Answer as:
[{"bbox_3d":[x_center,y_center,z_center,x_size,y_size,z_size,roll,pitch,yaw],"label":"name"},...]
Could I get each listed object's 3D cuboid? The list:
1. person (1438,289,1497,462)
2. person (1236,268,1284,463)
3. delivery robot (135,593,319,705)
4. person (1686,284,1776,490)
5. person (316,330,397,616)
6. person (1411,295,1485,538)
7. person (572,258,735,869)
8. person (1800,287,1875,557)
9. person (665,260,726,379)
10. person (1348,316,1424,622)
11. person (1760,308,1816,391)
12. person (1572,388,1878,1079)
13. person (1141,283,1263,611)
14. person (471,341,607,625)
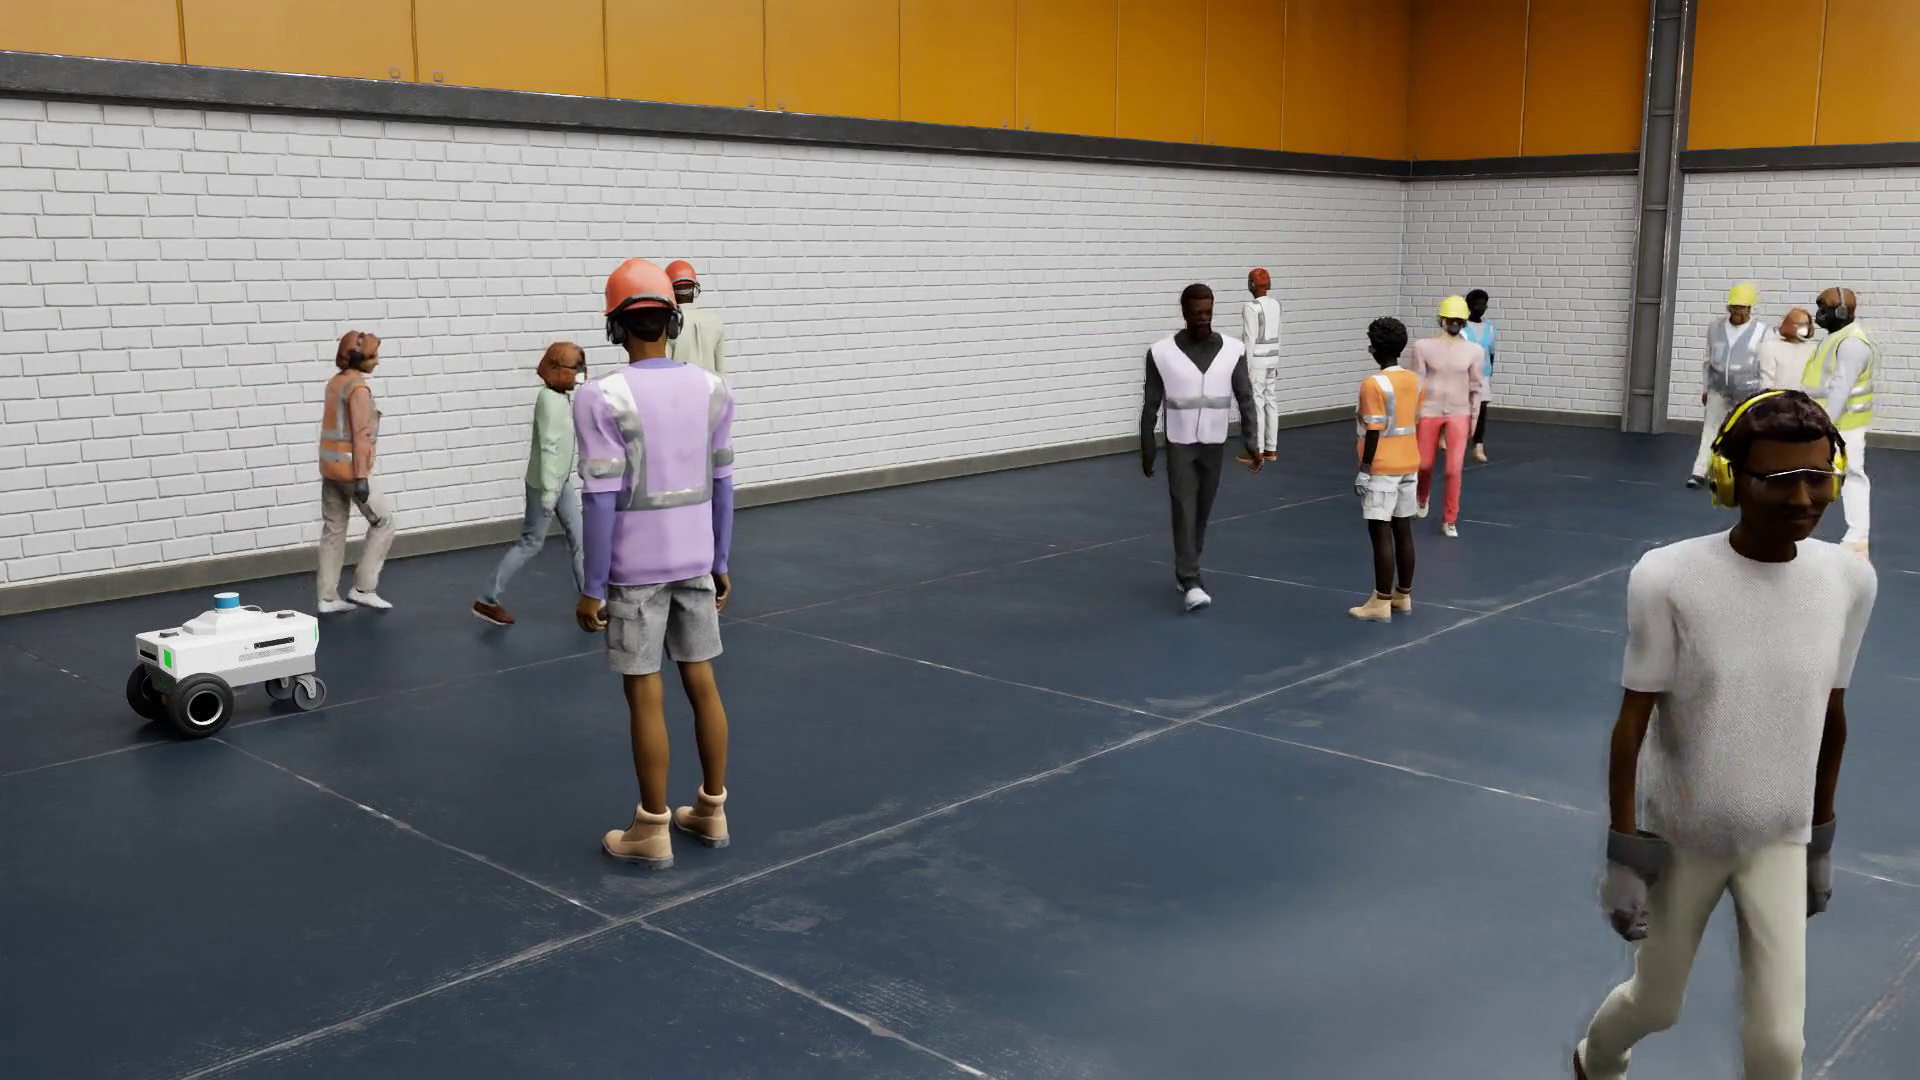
[{"bbox_3d":[4.993,-1.624,16.341,0.541,1.678,0.631,-1,10,-8],"label":"person"},{"bbox_3d":[2.910,-1.691,16.153,0.349,1.882,0.577,10,14,44],"label":"person"},{"bbox_3d":[-3.215,0.476,7.334,0.477,0.478,0.707,9,14,42],"label":"delivery robot"},{"bbox_3d":[6.667,-1.311,14.324,0.612,1.770,0.938,9,14,43],"label":"person"},{"bbox_3d":[-3.420,-0.368,9.362,0.503,1.609,0.610,-8,13,-39],"label":"person"},{"bbox_3d":[3.547,-0.926,12.187,0.527,1.743,0.697,2,10,12],"label":"person"},{"bbox_3d":[-1.040,0.082,5.617,0.396,2.038,0.611,10,14,44],"label":"person"},{"bbox_3d":[5.752,-0.782,11.175,0.865,1.804,0.637,2,10,9],"label":"person"},{"bbox_3d":[-1.865,-0.900,11.350,0.395,1.988,0.614,10,14,44],"label":"person"},{"bbox_3d":[2.379,-0.392,9.286,0.320,1.697,0.537,10,14,44],"label":"person"},{"bbox_3d":[6.766,-1.103,13.630,0.497,1.596,0.846,1,10,4],"label":"person"},{"bbox_3d":[1.532,0.582,3.413,0.521,1.830,0.869,0,10,1],"label":"person"},{"bbox_3d":[1.392,-0.527,9.584,0.607,1.868,0.997,-2,10,-11],"label":"person"},{"bbox_3d":[-2.284,-0.298,9.097,0.830,1.581,0.553,0,10,0],"label":"person"}]
